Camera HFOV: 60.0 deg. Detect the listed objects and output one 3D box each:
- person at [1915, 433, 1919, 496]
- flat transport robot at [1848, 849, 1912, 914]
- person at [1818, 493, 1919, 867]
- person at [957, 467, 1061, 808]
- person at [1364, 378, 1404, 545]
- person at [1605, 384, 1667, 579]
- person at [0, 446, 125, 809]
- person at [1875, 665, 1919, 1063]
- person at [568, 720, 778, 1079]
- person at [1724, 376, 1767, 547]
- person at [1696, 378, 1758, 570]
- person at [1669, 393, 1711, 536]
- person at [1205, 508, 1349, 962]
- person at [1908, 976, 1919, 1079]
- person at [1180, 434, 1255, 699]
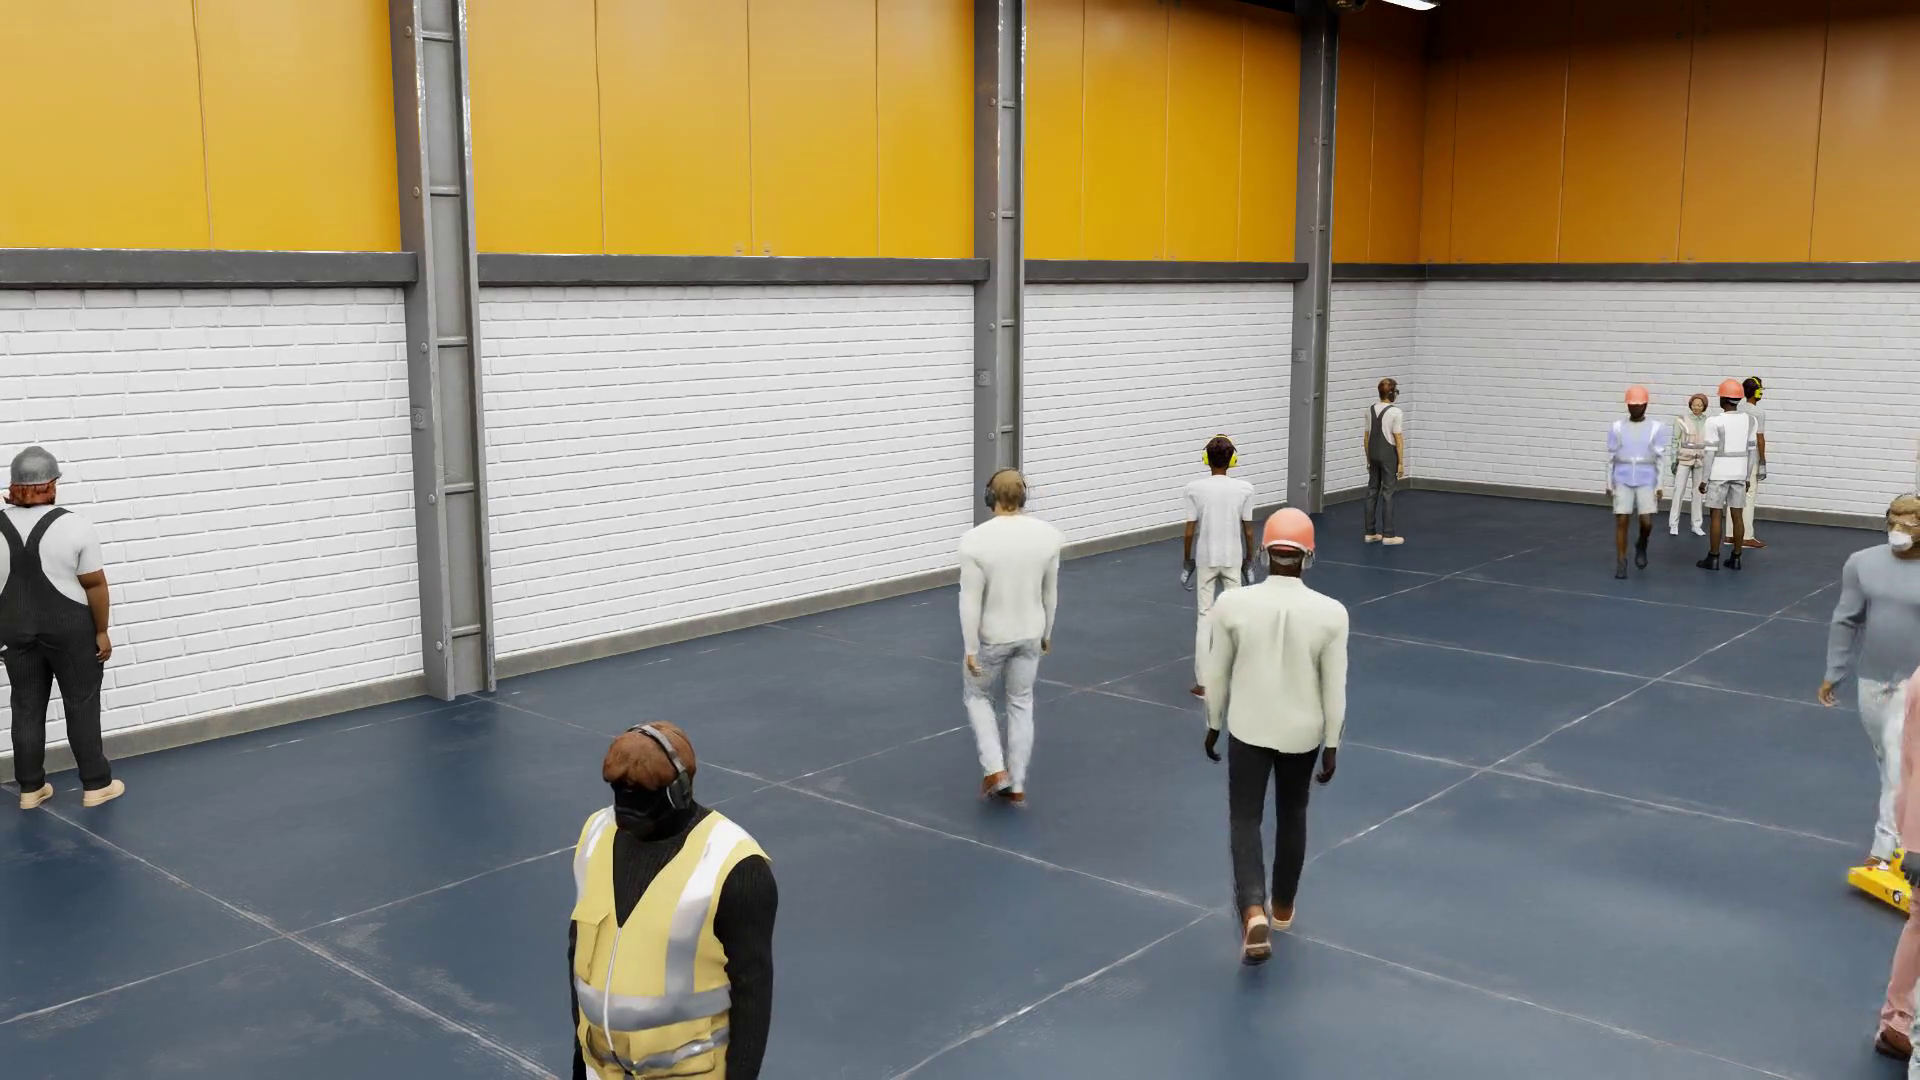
[{"bbox_3d":[9.233,-0.449,15.528,0.589,1.928,0.384,4,10,26],"label":"person"},{"bbox_3d":[5.060,1.601,7.843,1.431,0.197,0.652,-1,9,-9],"label":"flat transport robot"},{"bbox_3d":[4.590,0.722,8.235,0.885,1.902,0.628,-6,11,-32],"label":"person"},{"bbox_3d":[0.256,0.544,9.302,0.634,1.924,0.439,-3,10,-19],"label":"person"},{"bbox_3d":[4.701,-0.867,18.415,0.344,1.846,0.507,-7,11,-37],"label":"person"},{"bbox_3d":[6.628,-0.577,16.350,0.550,1.926,0.516,4,10,26],"label":"person"},{"bbox_3d":[-5.082,0.484,9.318,0.682,2.000,0.537,-1,9,-5],"label":"person"},{"bbox_3d":[3.688,1.069,6.141,0.484,1.879,0.668,7,11,36],"label":"person"},{"bbox_3d":[-0.790,1.371,4.393,0.621,1.838,0.429,5,10,27],"label":"person"},{"bbox_3d":[8.648,-0.854,18.242,0.328,1.877,0.513,-3,10,-18],"label":"person"},{"bbox_3d":[7.732,-0.656,16.790,0.542,1.943,0.348,-1,9,-6],"label":"person"},{"bbox_3d":[8.389,-0.862,19.038,0.513,1.637,0.313,1,9,7],"label":"person"},{"bbox_3d":[1.384,0.844,7.305,0.611,1.968,0.865,1,9,8],"label":"person"},{"bbox_3d":[3.659,1.178,5.898,0.325,1.740,0.492,-1,9,-7],"label":"person"},{"bbox_3d":[1.815,0.189,11.700,0.518,1.874,0.329,1,9,6],"label":"person"}]
